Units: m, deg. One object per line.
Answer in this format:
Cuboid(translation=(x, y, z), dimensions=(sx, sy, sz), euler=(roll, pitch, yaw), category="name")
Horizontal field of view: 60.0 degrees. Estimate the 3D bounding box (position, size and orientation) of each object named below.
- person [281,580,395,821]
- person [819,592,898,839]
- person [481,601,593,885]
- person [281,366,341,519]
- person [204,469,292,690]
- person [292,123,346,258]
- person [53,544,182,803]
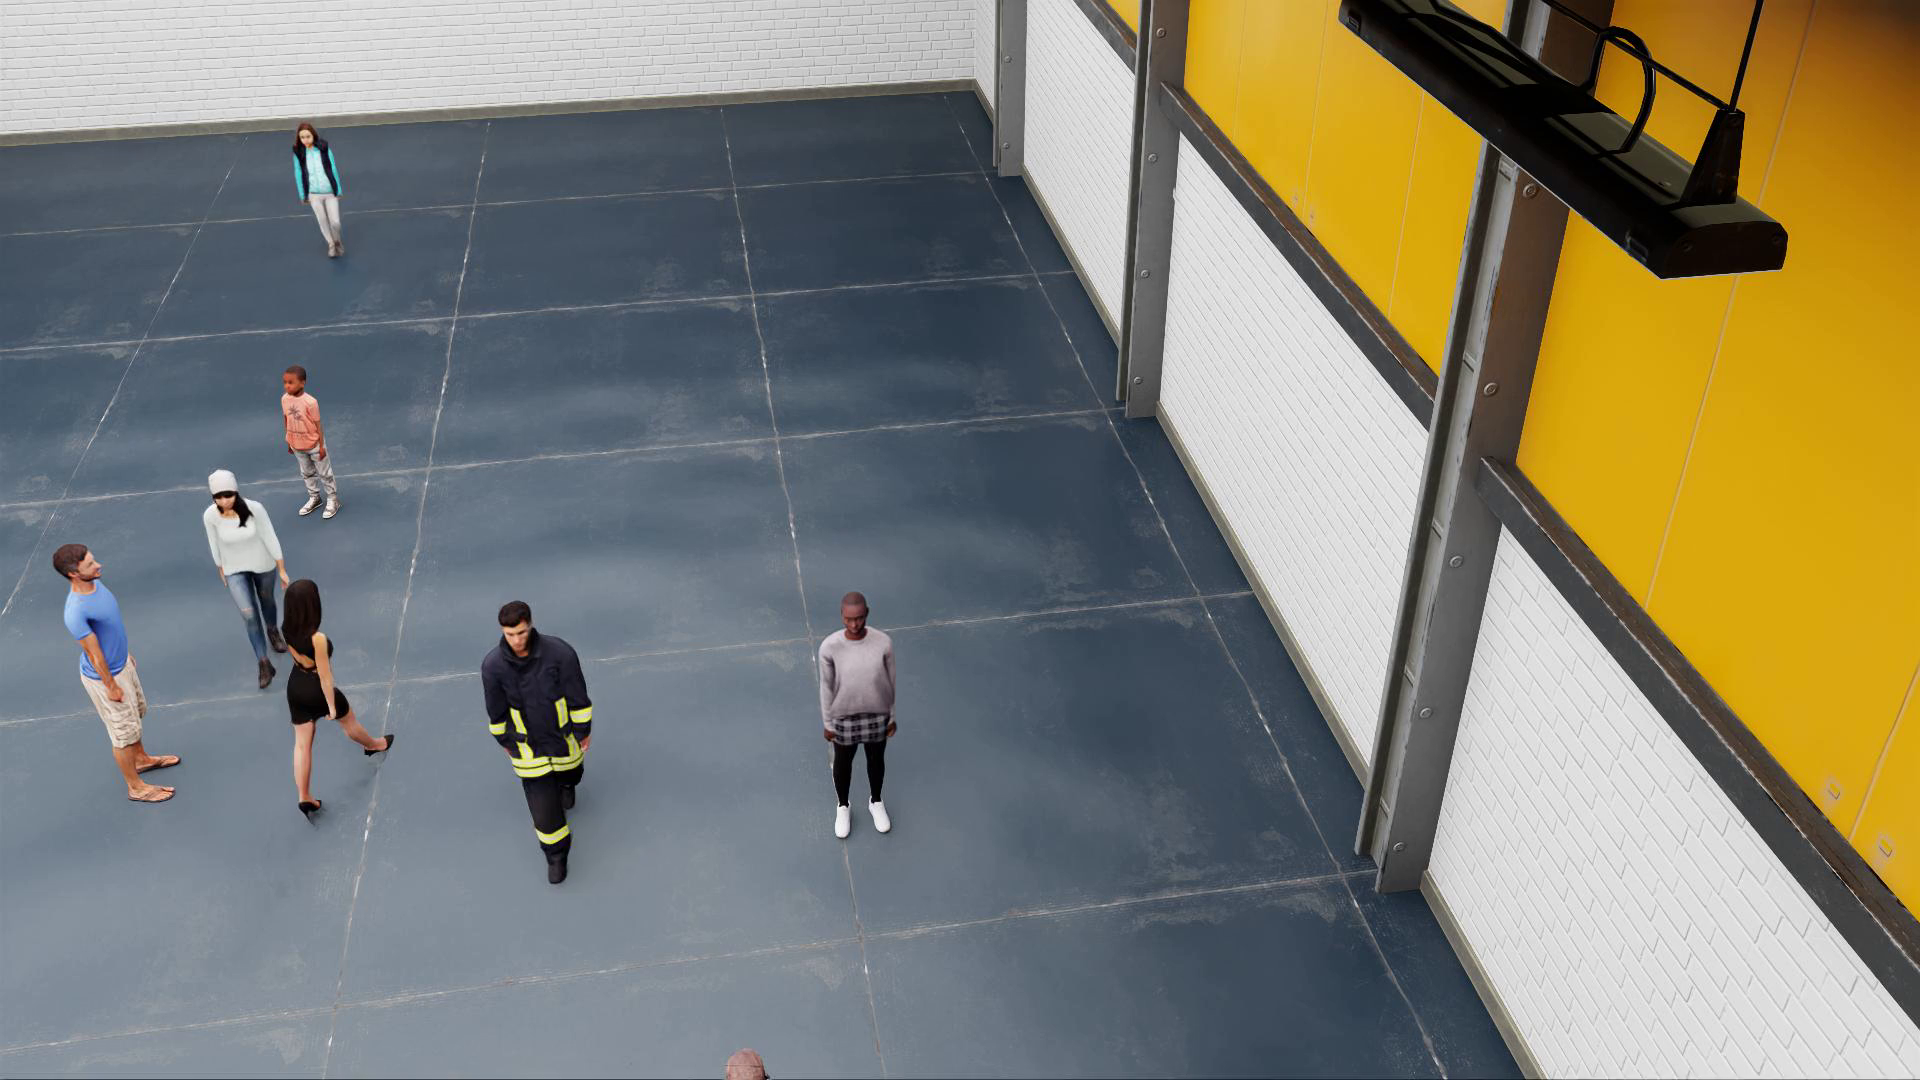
Cuboid(translation=(-4.092, 1.045, 10.418), dimensions=(0.970, 1.594, 1.136), euler=(12, 36, 18), category="person")
Cuboid(translation=(-0.619, 1.061, 10.234), dimensions=(0.613, 1.771, 0.511), euler=(-6, 34, -9), category="person")
Cuboid(translation=(-2.512, 1.091, 10.075), dimensions=(0.853, 1.898, 1.201), euler=(-10, 35, -14), category="person")
Cuboid(translation=(-5.281, -0.809, 13.466), dimensions=(0.555, 1.308, 0.587), euler=(8, 35, 12), category="person")
Cuboid(translation=(-5.013, 0.160, 11.727), dimensions=(0.741, 1.619, 0.985), euler=(-17, 37, -23), category="person")
Cuboid(translation=(-6.807, -3.747, 17.723), dimensions=(0.605, 1.487, 0.634), euler=(-10, 35, -14), category="person")
Cuboid(translation=(-5.387, 0.816, 10.520), dimensions=(0.720, 1.863, 0.517), euler=(-8, 34, -12), category="person")
